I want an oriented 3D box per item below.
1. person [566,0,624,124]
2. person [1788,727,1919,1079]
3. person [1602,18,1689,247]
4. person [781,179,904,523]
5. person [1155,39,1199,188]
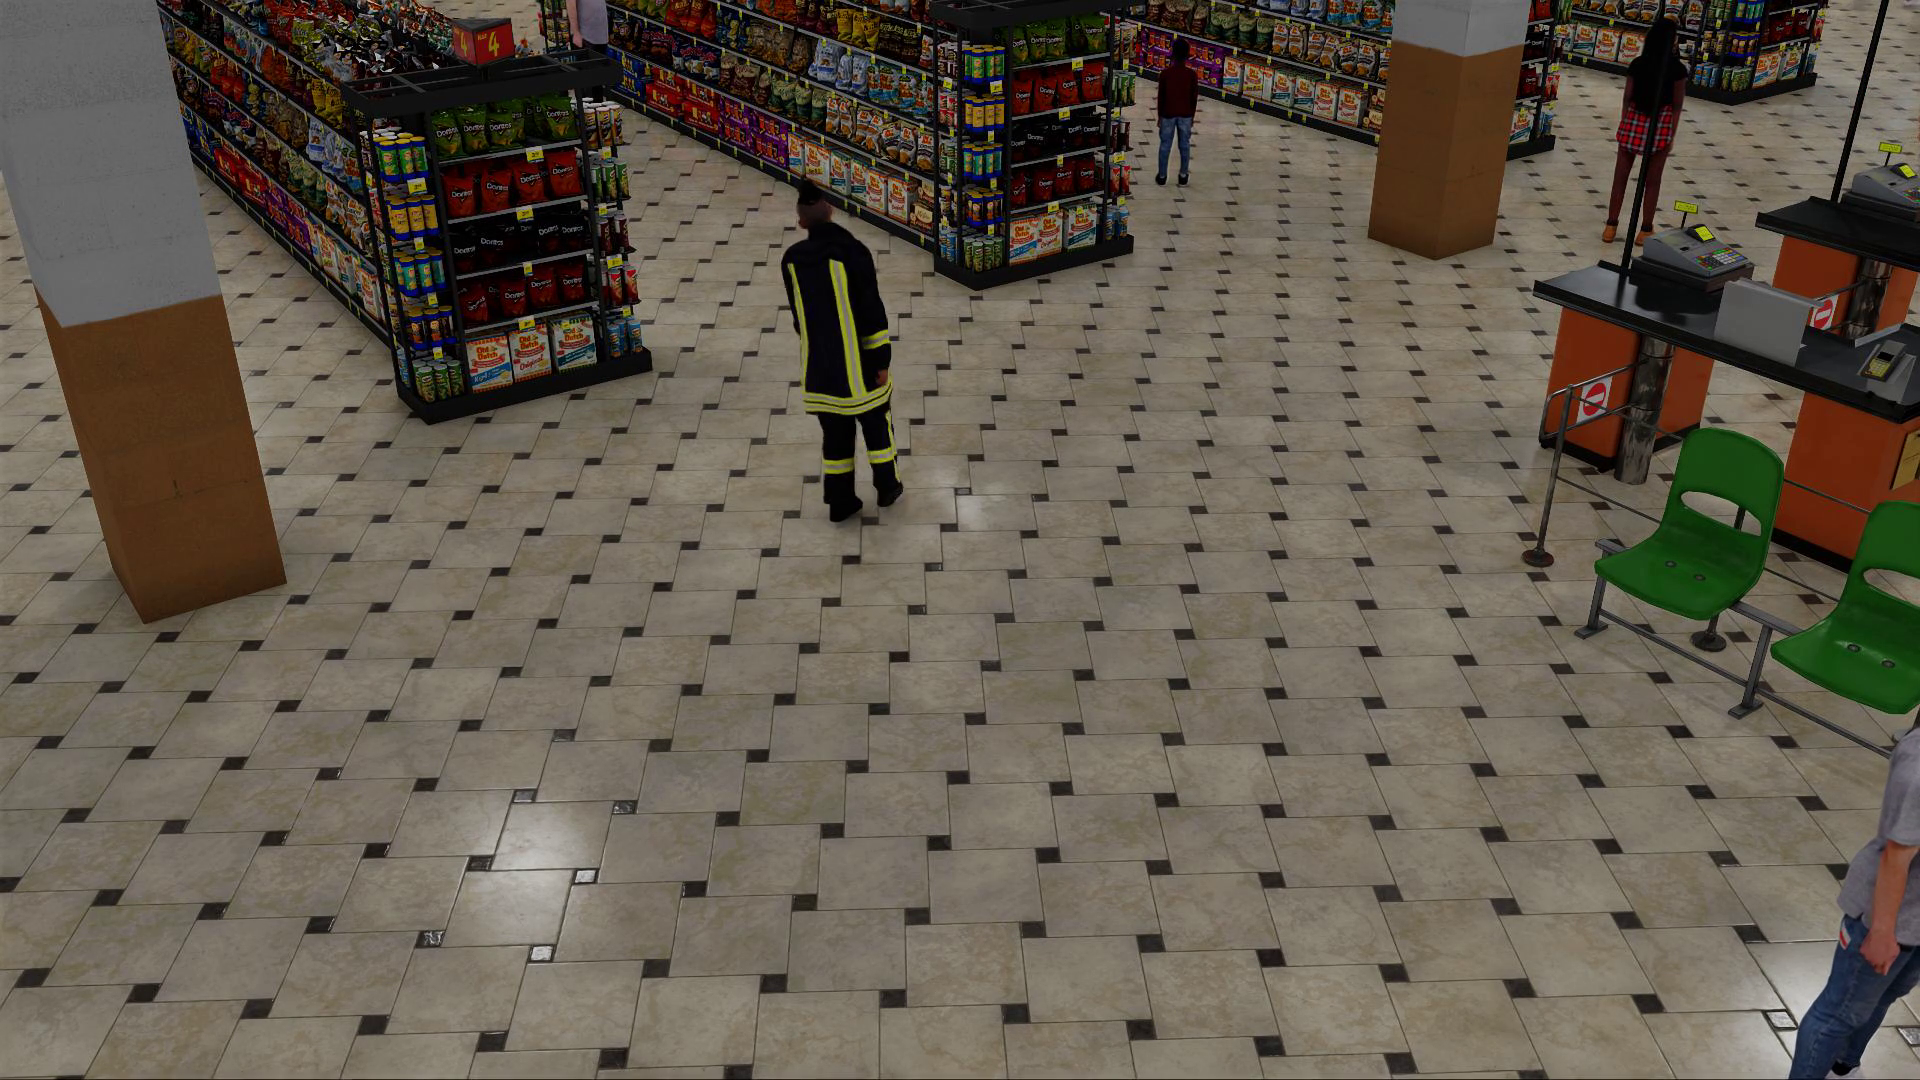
[{"bbox_3d":[-3.564,-4.887,15.970,0.788,1.838,0.764,9,30,16],"label":"person"},{"bbox_3d":[2.869,1.056,5.031,0.667,1.890,0.560,-18,33,-29],"label":"person"},{"bbox_3d":[5.328,-3.155,12.915,0.663,1.726,0.767,16,33,27],"label":"person"},{"bbox_3d":[-0.616,-0.944,8.764,0.932,1.823,1.025,17,33,29],"label":"person"},{"bbox_3d":[1.870,-3.689,14.385,0.577,1.254,0.618,0,29,-1],"label":"person"}]
